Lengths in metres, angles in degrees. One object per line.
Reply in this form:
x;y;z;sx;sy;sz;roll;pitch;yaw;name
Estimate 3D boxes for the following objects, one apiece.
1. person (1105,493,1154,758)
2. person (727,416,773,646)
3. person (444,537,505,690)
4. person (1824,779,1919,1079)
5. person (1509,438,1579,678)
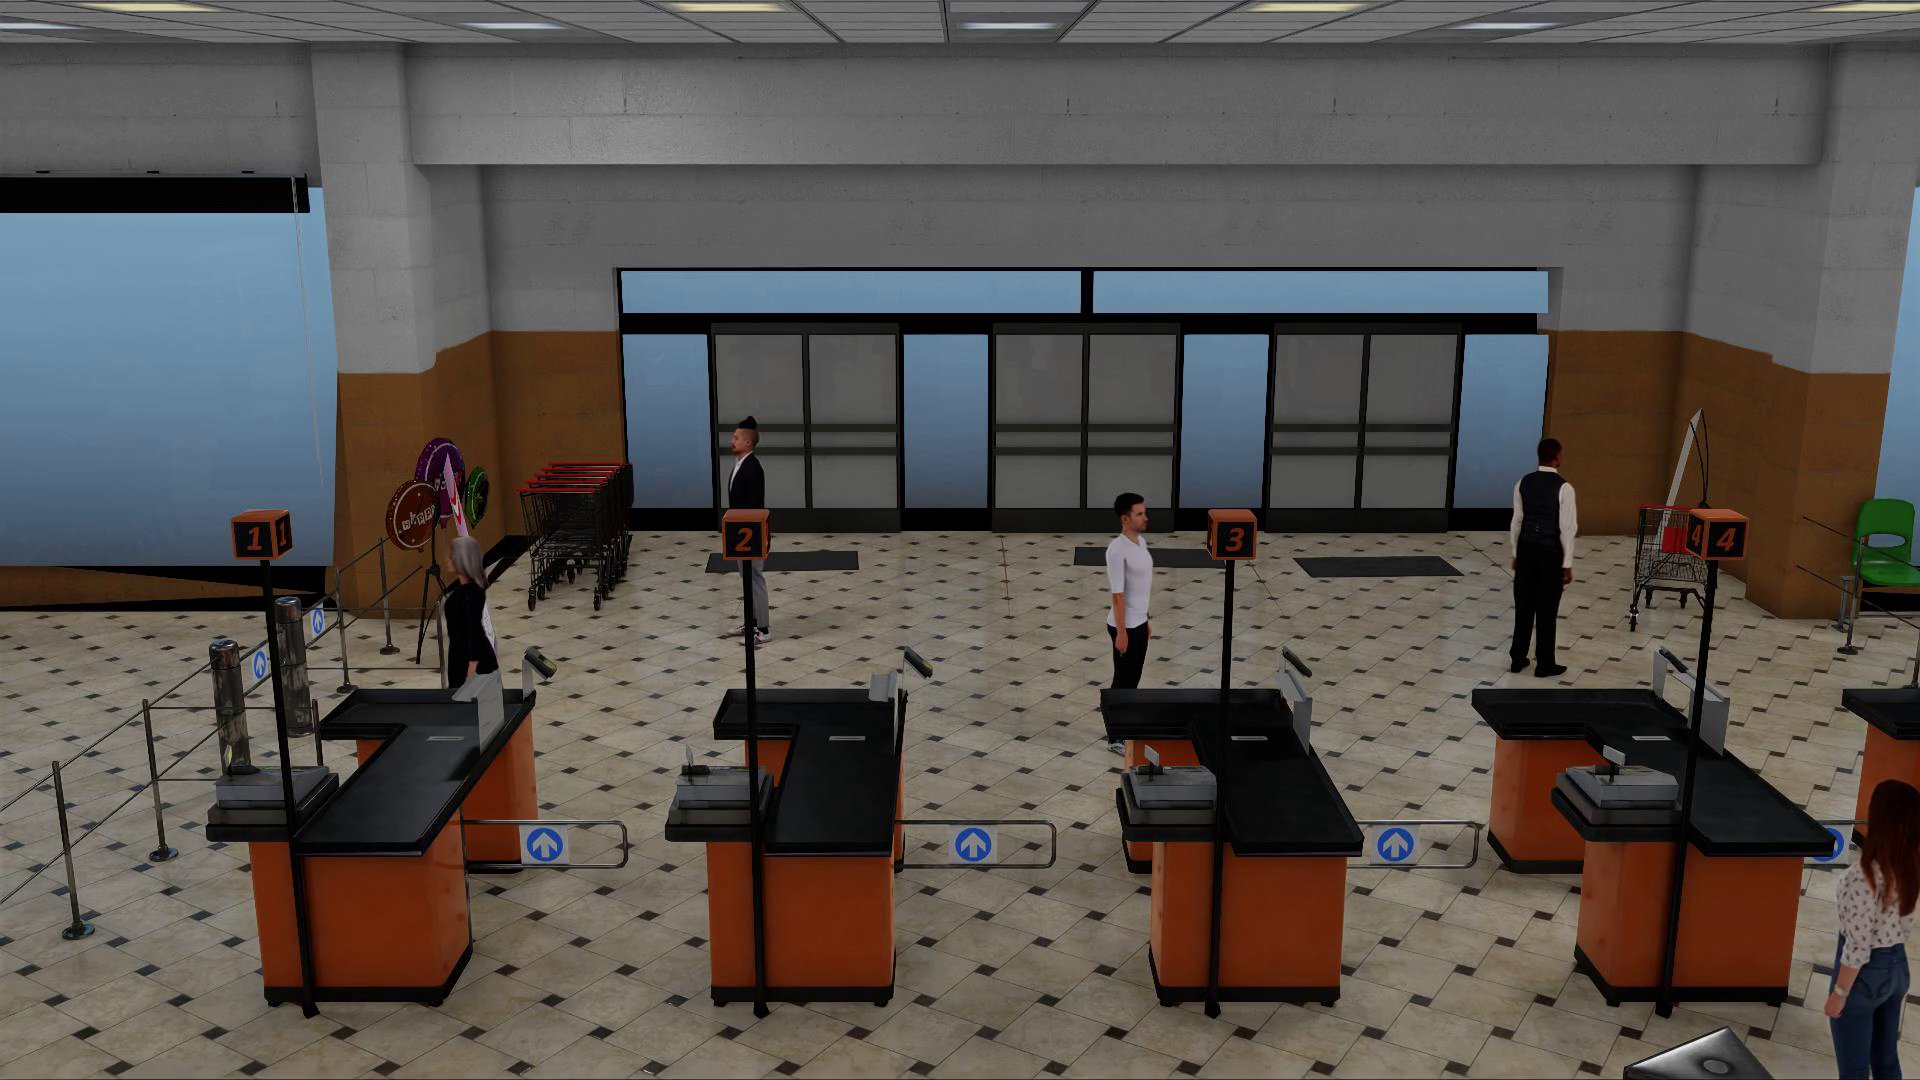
1.180;0.574;11.647;0.809;1.852;0.677;7;15;27;person
-1.793;-0.090;14.174;0.852;1.950;0.685;-6;15;-23;person
-3.179;0.823;10.844;0.735;1.747;0.617;-5;15;-20;person
3.762;1.801;6.851;0.650;1.728;0.655;-7;15;-28;person
4.651;0.132;13.327;0.836;1.918;0.762;-12;18;-40;person
